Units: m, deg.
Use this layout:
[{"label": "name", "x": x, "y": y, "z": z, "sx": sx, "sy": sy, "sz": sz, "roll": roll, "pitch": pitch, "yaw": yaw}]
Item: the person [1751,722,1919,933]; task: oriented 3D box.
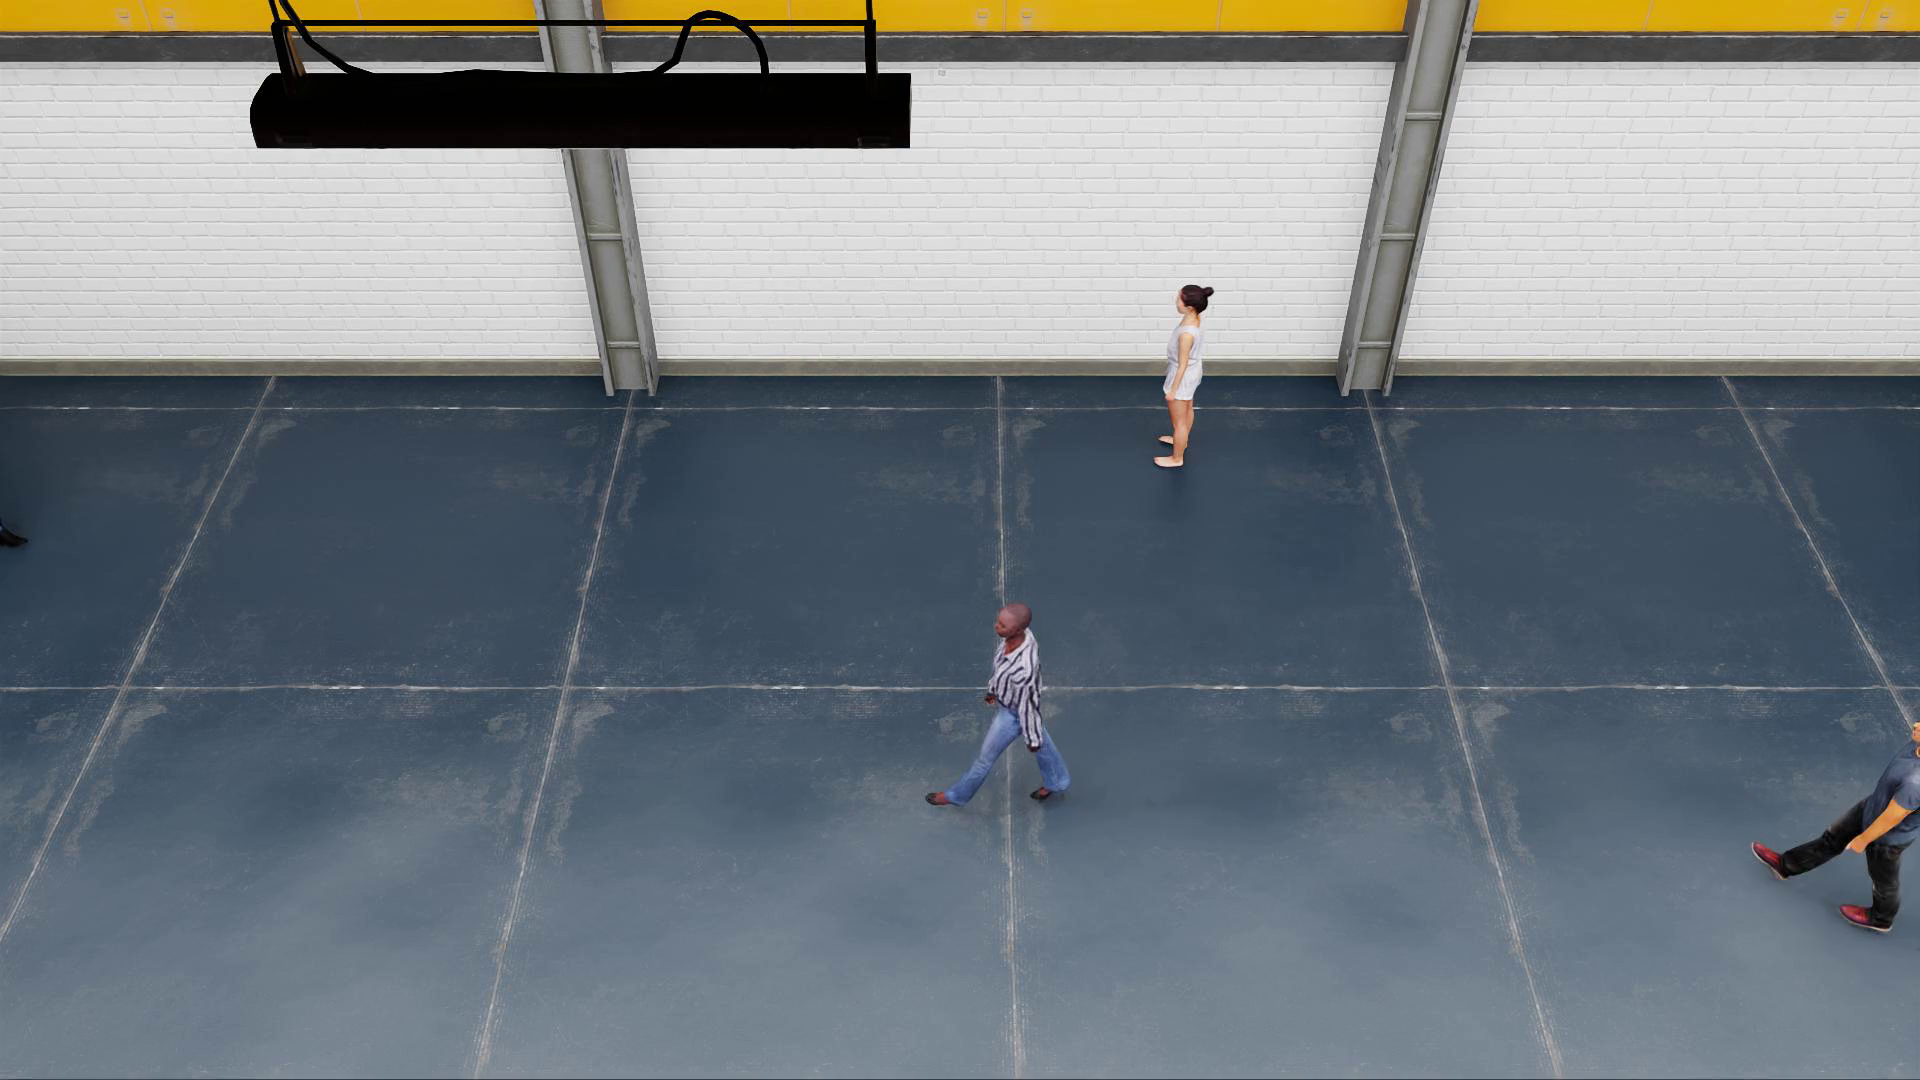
[{"label": "person", "x": 5.313, "y": 1.618, "z": 9.348, "sx": 1.206, "sy": 1.780, "sz": 1.015, "roll": 21, "pitch": 47, "yaw": 20}]

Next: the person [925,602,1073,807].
[{"label": "person", "x": 0.430, "y": 1.026, "z": 9.993, "sx": 1.176, "sy": 1.746, "sz": 0.729, "roll": -4, "pitch": 44, "yaw": -4}]

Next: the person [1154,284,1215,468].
[{"label": "person", "x": 1.682, "y": -1.253, "z": 12.468, "sx": 0.614, "sy": 1.632, "sz": 0.621, "roll": 12, "pitch": 45, "yaw": 12}]
